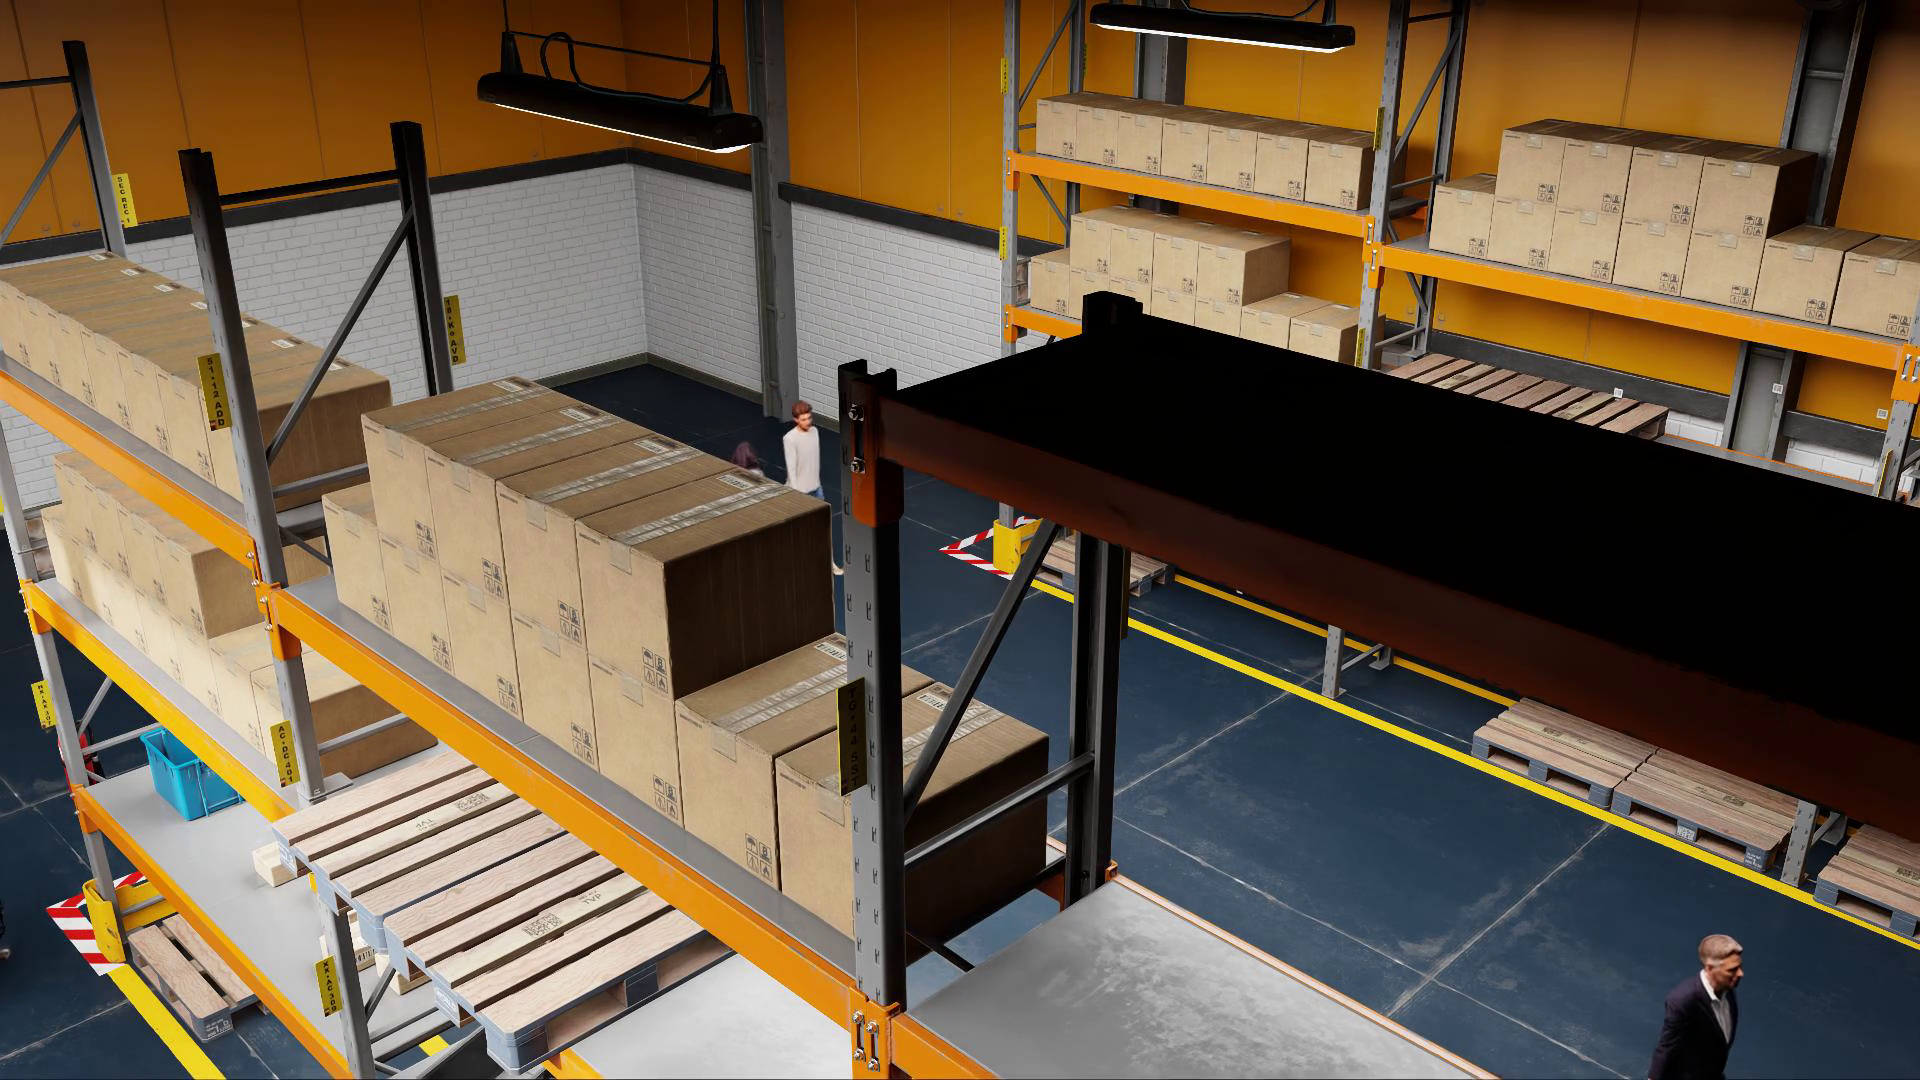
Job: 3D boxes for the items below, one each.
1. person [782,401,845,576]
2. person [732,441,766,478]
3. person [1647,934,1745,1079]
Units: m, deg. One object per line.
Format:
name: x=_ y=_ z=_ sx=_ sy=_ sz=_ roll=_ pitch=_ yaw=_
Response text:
person: x=-1.670 y=-0.529 z=16.941 sx=1.188 sy=1.858 sz=0.736 roll=17 pitch=29 yaw=34
person: x=-2.130 y=-0.190 z=16.493 sx=0.908 sy=1.596 sz=1.013 roll=-2 pitch=24 yaw=-6
person: x=3.960 y=2.889 z=9.187 sx=0.747 sy=1.806 sz=0.812 roll=-17 pitch=29 yaw=-33
